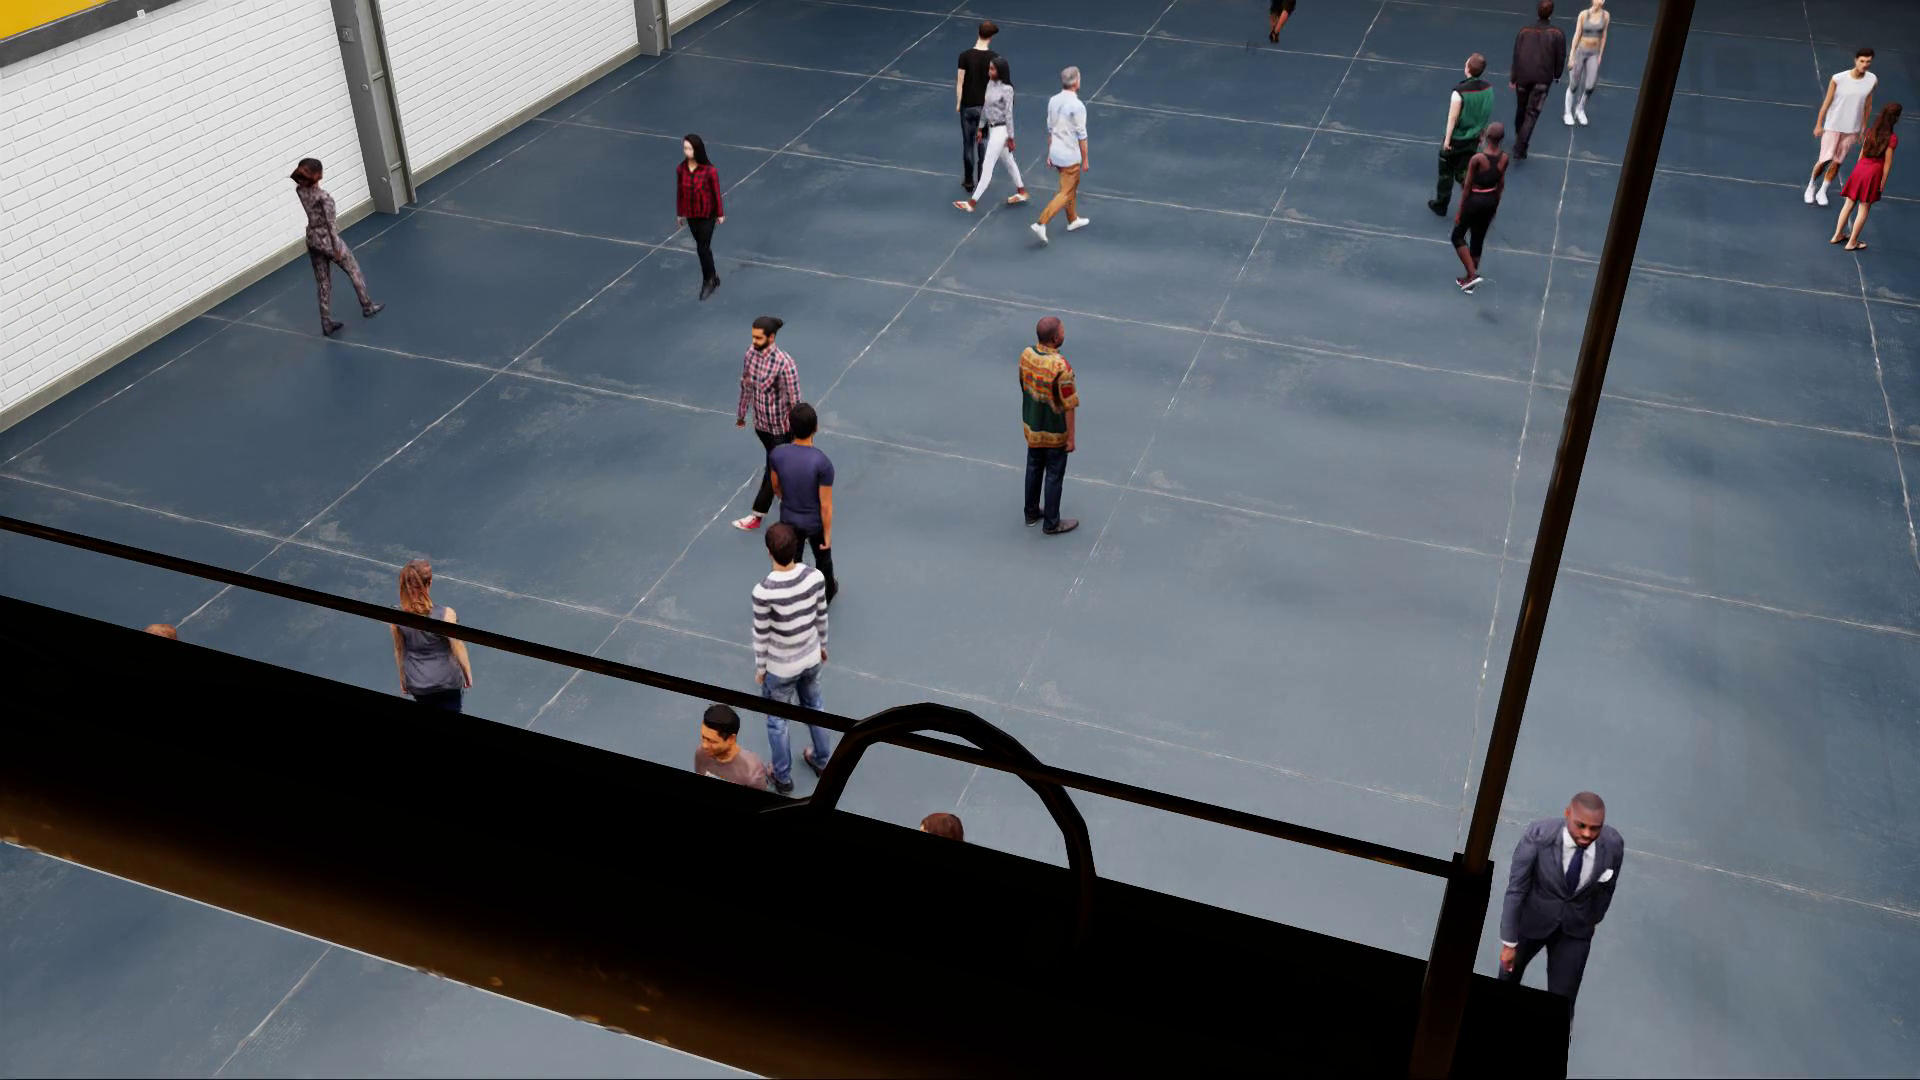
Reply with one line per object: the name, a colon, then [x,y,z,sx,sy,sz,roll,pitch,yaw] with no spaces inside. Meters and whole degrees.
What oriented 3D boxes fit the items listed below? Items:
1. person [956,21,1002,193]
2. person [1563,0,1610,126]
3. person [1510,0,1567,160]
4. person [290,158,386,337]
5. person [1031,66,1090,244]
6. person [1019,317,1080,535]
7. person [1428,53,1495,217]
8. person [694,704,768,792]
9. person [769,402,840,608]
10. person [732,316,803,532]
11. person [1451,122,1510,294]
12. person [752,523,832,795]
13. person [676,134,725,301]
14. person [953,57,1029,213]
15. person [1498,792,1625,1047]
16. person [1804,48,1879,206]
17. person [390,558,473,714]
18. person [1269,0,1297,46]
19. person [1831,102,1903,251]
person: [0.211,-4.768,18.484,0.801,1.854,0.842,-8,34,-12]
person: [7.646,-5.938,20.396,0.647,1.686,0.678,4,34,6]
person: [6.663,-5.311,19.354,0.868,1.794,1.241,18,38,25]
person: [-5.993,-2.714,15.541,0.646,1.690,0.943,14,36,21]
person: [1.062,-3.992,17.363,1.217,1.801,1.080,-20,38,-27]
person: [0.665,-0.874,12.667,0.827,1.808,0.811,-26,42,-34]
person: [5.397,-4.261,17.746,1.003,1.827,1.098,-12,35,-17]
person: [-1.143,1.555,9.082,0.921,1.732,1.220,26,41,33]
person: [-1.115,-0.068,11.502,0.744,1.756,1.161,7,34,11]
person: [-1.371,-0.939,12.837,1.220,1.728,1.027,-28,43,-35]
person: [5.095,-3.185,16.200,0.807,1.747,0.883,-8,34,-12]
person: [-1.020,0.746,10.204,0.724,1.837,0.816,-21,39,-28]
person: [-2.509,-3.219,16.344,0.590,1.643,0.647,13,36,18]
person: [0.503,-4.396,18.090,1.217,1.670,1.163,-14,36,-20]
person: [3.002,1.902,8.505,0.808,1.791,1.130,7,34,10]
person: [9.661,-4.558,18.241,0.698,1.772,0.696,6,34,8]
person: [-3.205,0.907,10.070,0.700,1.715,0.775,-1,34,-1]
person: [4.399,-7.686,23.059,0.730,1.649,0.708,-27,42,-34]
person: [9.444,-3.795,17.294,0.742,1.551,0.682,-18,37,-25]
